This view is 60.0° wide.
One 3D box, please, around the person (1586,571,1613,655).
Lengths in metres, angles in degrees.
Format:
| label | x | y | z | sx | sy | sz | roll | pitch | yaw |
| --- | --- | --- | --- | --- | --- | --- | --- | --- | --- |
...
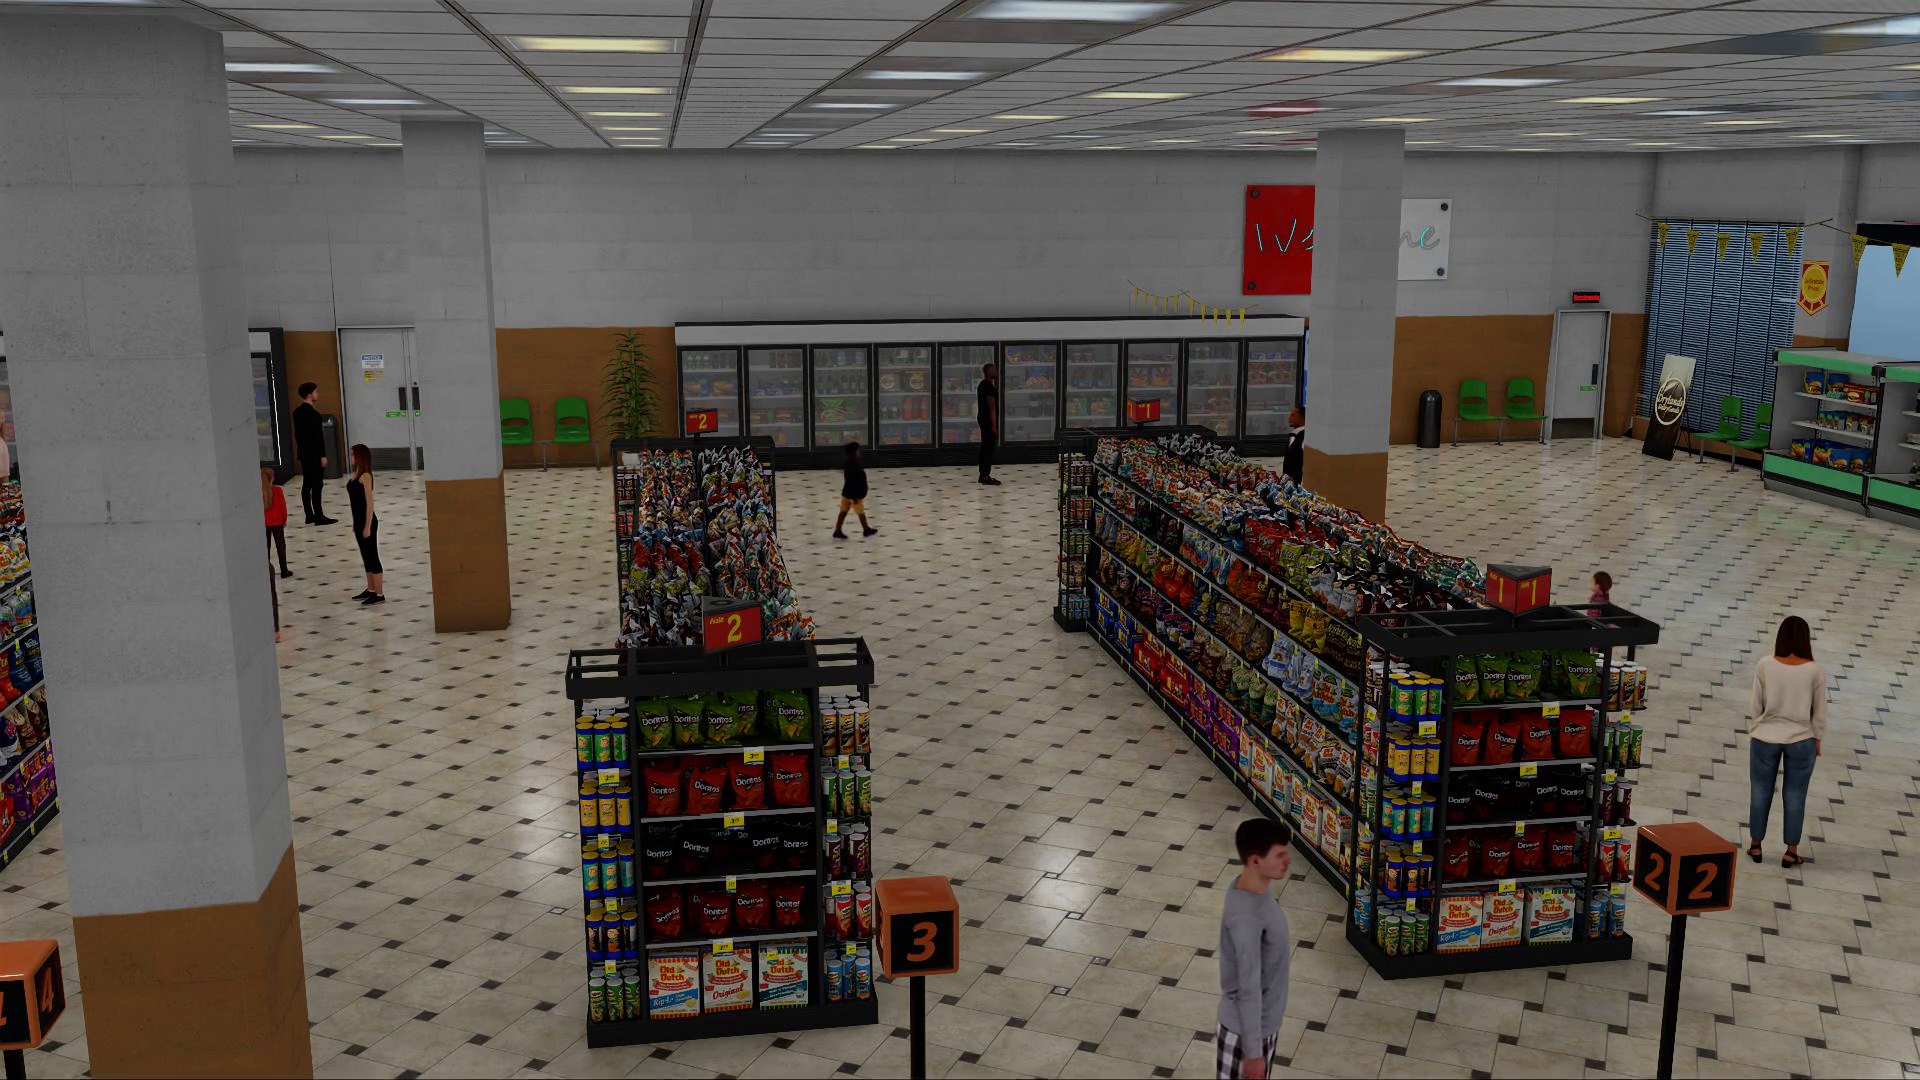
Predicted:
| label | x | y | z | sx | sy | sz | roll | pitch | yaw |
| --- | --- | --- | --- | --- | --- | --- | --- | --- | --- |
| person | 5.754 | 0.797 | 14.918 | 0.590 | 1.013 | 0.531 | 10 | 16 | 40 |

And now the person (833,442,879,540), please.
| label | x | y | z | sx | sy | sz | roll | pitch | yaw |
| --- | --- | --- | --- | --- | --- | --- | --- | --- | --- |
| person | -1.413 | -0.593 | 20.962 | 0.845 | 1.242 | 0.888 | -9 | 15 | -38 |

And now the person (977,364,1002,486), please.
| label | x | y | z | sx | sy | sz | roll | pitch | yaw |
| --- | --- | --- | --- | --- | --- | --- | --- | --- | --- |
| person | 0.426 | -1.757 | 25.093 | 0.732 | 1.819 | 0.491 | -3 | 12 | -13 |

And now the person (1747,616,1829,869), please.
| label | x | y | z | sx | sy | sz | roll | pitch | yaw |
| --- | --- | --- | --- | --- | --- | --- | --- | --- | --- |
| person | 5.383 | 1.309 | 10.865 | 0.686 | 1.682 | 0.746 | 8 | 14 | 34 |

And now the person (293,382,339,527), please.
| label | x | y | z | sx | sy | sz | roll | pitch | yaw |
| --- | --- | --- | --- | --- | --- | --- | --- | --- | --- |
| person | -8.589 | -1.147 | 22.015 | 0.775 | 1.893 | 0.847 | 9 | 15 | 37 |

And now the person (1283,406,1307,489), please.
| label | x | y | z | sx | sy | sz | roll | pitch | yaw |
| --- | --- | --- | --- | --- | --- | --- | --- | --- | --- |
| person | 3.960 | -0.617 | 19.437 | 0.748 | 1.919 | 0.514 | -3 | 12 | -12 |

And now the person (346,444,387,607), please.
| label | x | y | z | sx | sy | sz | roll | pitch | yaw |
| --- | --- | --- | --- | --- | --- | --- | --- | --- | --- |
| person | -6.367 | -0.177 | 17.815 | 0.708 | 1.726 | 0.584 | -9 | 15 | -35 |

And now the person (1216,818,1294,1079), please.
| label | x | y | z | sx | sy | sz | roll | pitch | yaw |
| --- | --- | --- | --- | --- | --- | --- | --- | --- | --- |
| person | 1.211 | 2.039 | 6.997 | 0.764 | 1.847 | 0.623 | 3 | 12 | 14 |

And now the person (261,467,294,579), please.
| label | x | y | z | sx | sy | sz | roll | pitch | yaw |
| --- | --- | --- | --- | --- | --- | --- | --- | --- | --- |
| person | -7.874 | -0.199 | 19.002 | 0.488 | 1.281 | 0.472 | -2 | 12 | -10 |
